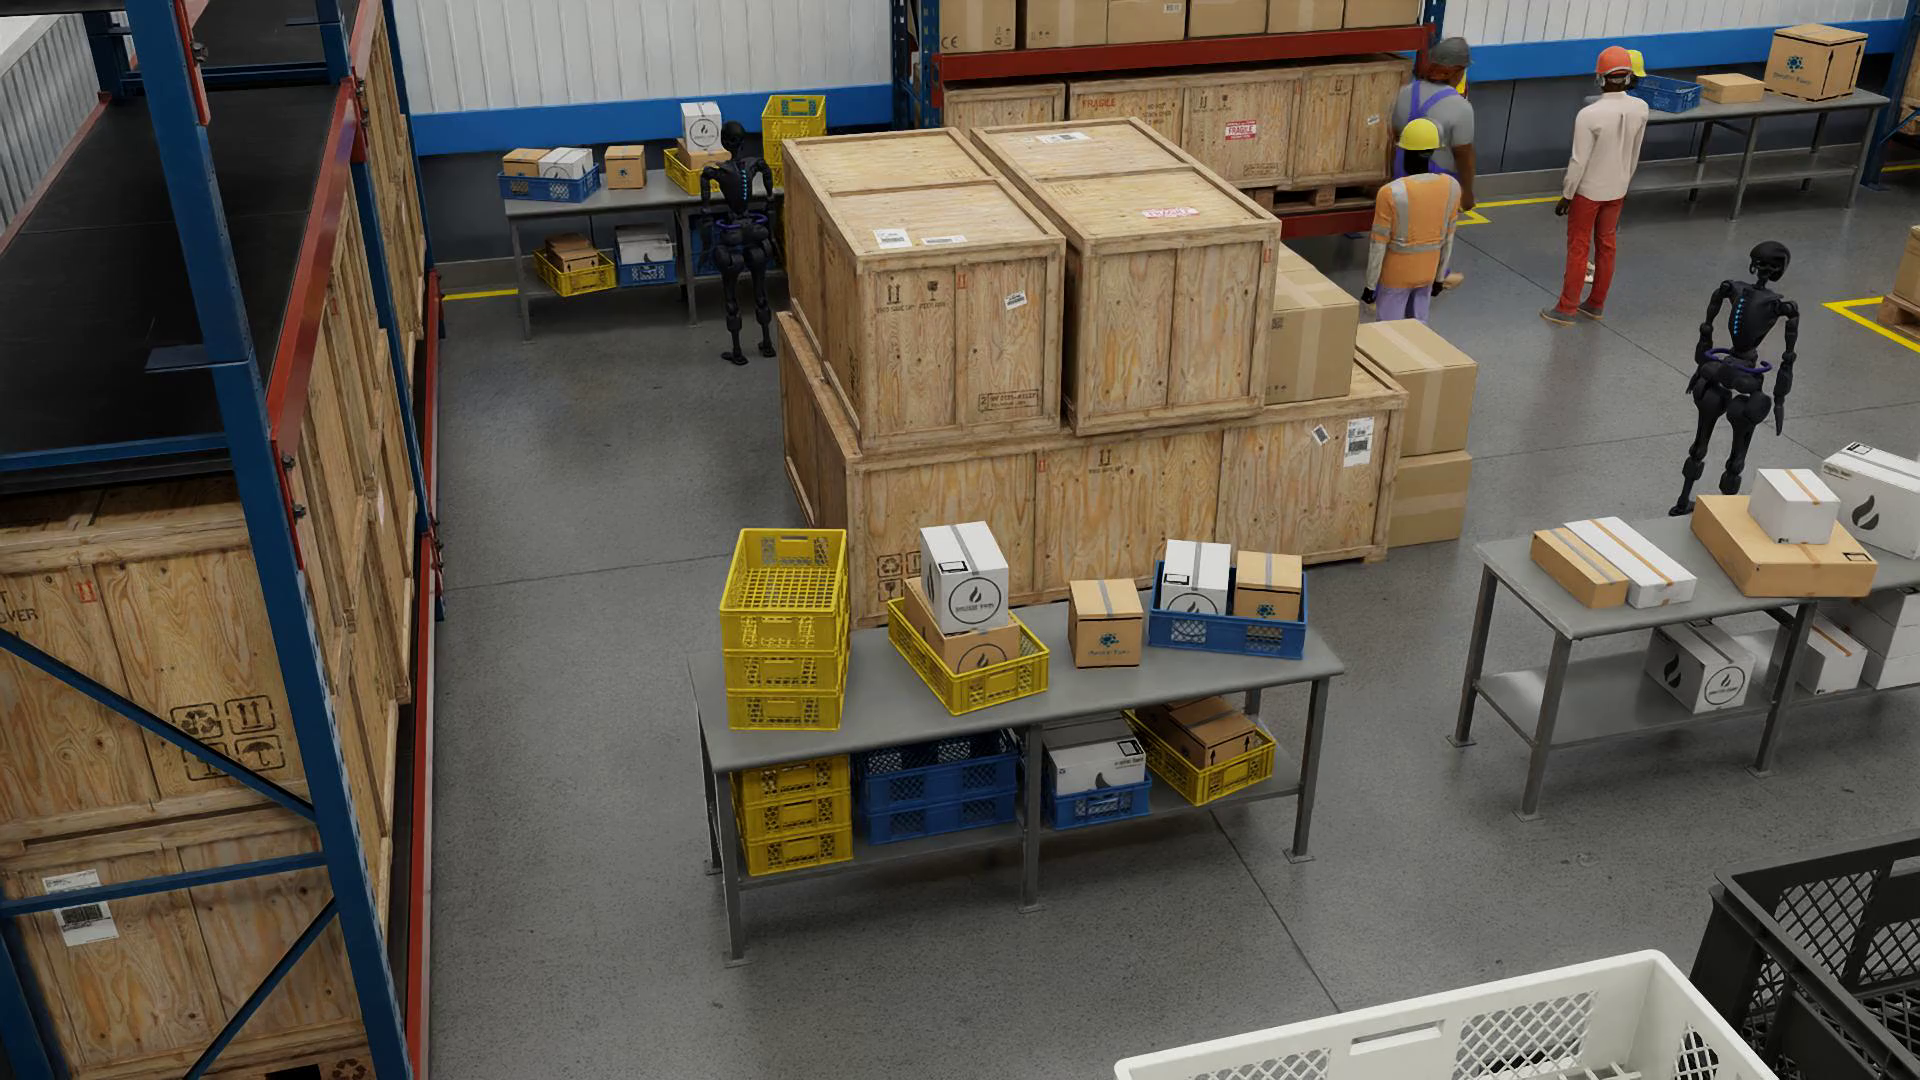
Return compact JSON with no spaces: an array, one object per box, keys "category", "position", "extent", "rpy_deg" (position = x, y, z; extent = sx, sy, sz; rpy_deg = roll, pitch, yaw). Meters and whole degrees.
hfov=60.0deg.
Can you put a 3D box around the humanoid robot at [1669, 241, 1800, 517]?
[{"category":"humanoid robot","position":[4.291,-0.854,9.194],"extent":[0.310,1.656,0.610],"rpy_deg":[-18,33,-29]}]

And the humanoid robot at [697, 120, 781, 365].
[{"category":"humanoid robot","position":[-1.499,-2.028,11.323],"extent":[0.608,1.657,0.314],"rpy_deg":[-18,34,-29]}]

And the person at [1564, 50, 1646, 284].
[{"category":"person","position":[4.963,-2.871,12.775],"extent":[0.324,1.765,0.528],"rpy_deg":[14,32,24]}]

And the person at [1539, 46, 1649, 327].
[{"category":"person","position":[4.538,-2.506,11.884],"extent":[0.608,1.988,0.388],"rpy_deg":[-11,31,-19]}]

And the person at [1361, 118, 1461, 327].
[{"category":"person","position":[2.798,-1.682,10.464],"extent":[0.586,1.919,0.398],"rpy_deg":[-10,30,-18]}]

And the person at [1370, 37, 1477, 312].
[{"category":"person","position":[3.461,-2.695,12.174],"extent":[1.034,2.000,0.698],"rpy_deg":[-14,32,-23]}]
